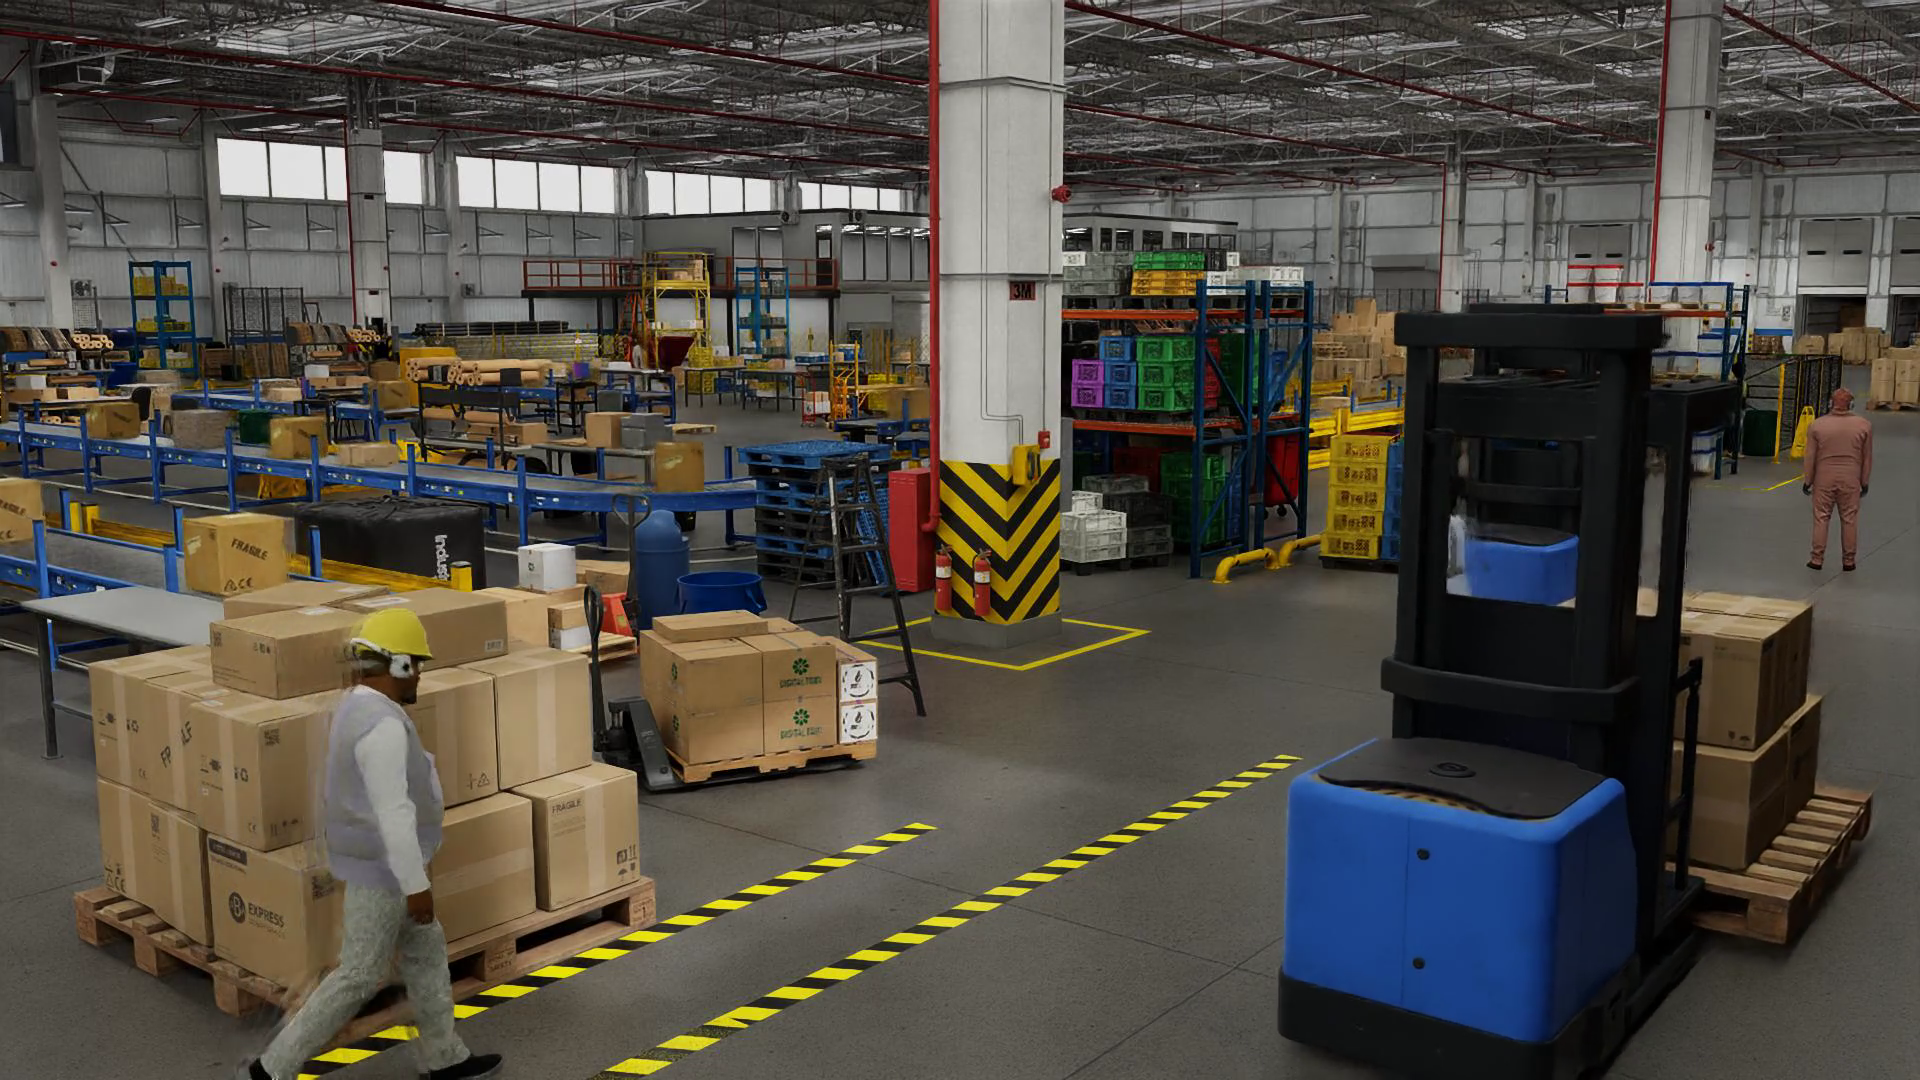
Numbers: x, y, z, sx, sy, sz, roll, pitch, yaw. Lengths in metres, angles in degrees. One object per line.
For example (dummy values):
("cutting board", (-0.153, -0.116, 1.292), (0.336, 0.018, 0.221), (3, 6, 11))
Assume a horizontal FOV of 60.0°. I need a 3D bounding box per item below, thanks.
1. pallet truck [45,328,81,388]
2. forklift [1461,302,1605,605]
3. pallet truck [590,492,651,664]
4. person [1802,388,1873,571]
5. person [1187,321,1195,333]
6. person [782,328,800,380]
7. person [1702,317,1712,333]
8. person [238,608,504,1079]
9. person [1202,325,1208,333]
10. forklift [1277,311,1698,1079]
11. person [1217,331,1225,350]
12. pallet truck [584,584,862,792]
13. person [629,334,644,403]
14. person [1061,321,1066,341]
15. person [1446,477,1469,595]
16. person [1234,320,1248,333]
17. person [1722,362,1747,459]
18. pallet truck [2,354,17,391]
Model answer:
("pallet truck", (-23.775, -4.544, 43.495), (1.885, 1.965, 0.823), (6, 10, 35))
("forklift", (4.379, -0.438, 12.852), (1.129, 2.768, 1.873), (7, 11, 37))
("pallet truck", (-3.115, 0.344, 12.883), (0.653, 1.274, 1.630), (7, 11, 37))
("person", (9.168, -0.629, 17.400), (0.639, 1.911, 0.406), (3, 9, 21))
("person", (7.456, -6.113, 53.926), (0.690, 2.000, 0.982), (-7, 11, -39))
("person", (-5.666, -6.207, 55.518), (0.710, 1.741, 0.548), (3, 9, 20))
("person", (32.912, -8.940, 73.491), (0.586, 1.895, 0.881), (-4, 9, -24))
("person", (-2.116, 1.147, 5.874), (0.859, 1.778, 0.666), (-4, 9, -23))
("person", (8.691, -7.029, 60.148), (0.398, 2.033, 0.608), (8, 11, 41))
("forklift", (2.159, 0.495, 6.560), (1.129, 2.768, 1.873), (7, 11, 37))
("person", (6.764, -4.516, 43.535), (0.567, 1.928, 0.413), (-8, 12, -43))
("pallet truck", (-1.426, 0.805, 10.019), (1.601, 1.201, 0.680), (-4, 9, -26))
("person", (-8.444, -4.485, 43.604), (0.443, 1.848, 0.551), (-1, 9, -9))
("person", (3.607, -7.073, 60.765), (0.587, 1.930, 0.360), (-3, 9, -17))
("person", (3.199, 0.388, 11.278), (0.561, 1.675, 0.557), (5, 10, 30))
("person", (10.562, -7.283, 62.199), (0.655, 1.921, 0.669), (2, 9, 13))
("person", (13.609, -2.273, 29.193), (0.318, 1.695, 0.539), (-1, 9, -9))
("pallet truck", (-24.881, -4.417, 42.634), (1.885, 1.965, 0.823), (8, 11, 41))
